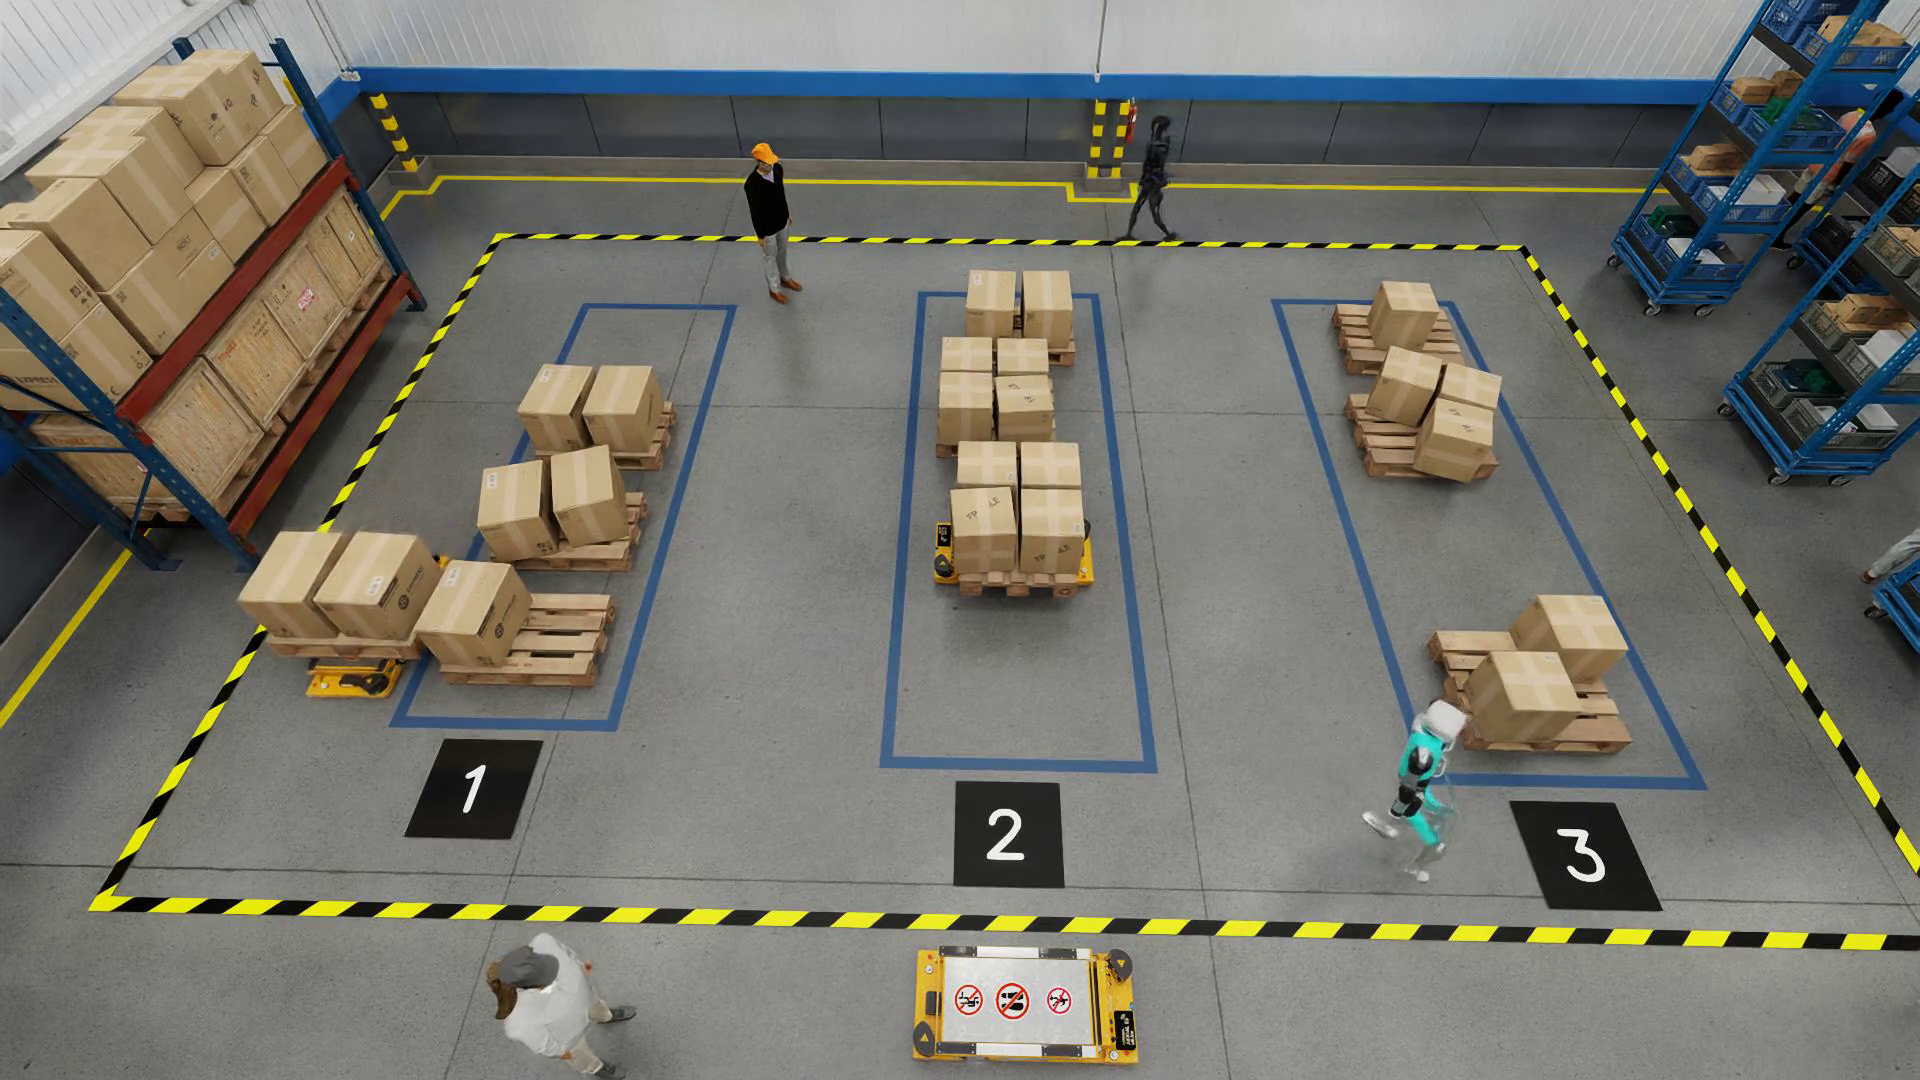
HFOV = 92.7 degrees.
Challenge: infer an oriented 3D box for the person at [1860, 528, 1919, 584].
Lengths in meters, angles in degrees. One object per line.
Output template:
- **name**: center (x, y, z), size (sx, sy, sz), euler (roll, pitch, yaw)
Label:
- **person**: center (8.374, -0.193, 7.570), size (0.379, 1.933, 0.628), euler (-18, 53, -14)

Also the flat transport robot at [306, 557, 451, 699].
- **flat transport robot**: center (-5.010, 0.691, 7.905), size (0.652, 0.197, 1.431), euler (1, 51, 1)

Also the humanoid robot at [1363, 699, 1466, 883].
- **humanoid robot**: center (3.204, 1.759, 6.140), size (0.866, 1.809, 0.541), euler (27, 56, 20)

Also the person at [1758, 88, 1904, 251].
- **person**: center (10.429, -4.437, 11.017), size (0.369, 1.958, 0.596), euler (6, 51, 5)

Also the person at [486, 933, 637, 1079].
- **person**: center (-2.293, 2.713, 5.308), size (0.401, 1.764, 0.561), euler (-1, 51, -1)

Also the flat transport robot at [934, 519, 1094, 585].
- **flat transport robot**: center (0.490, 0.087, 8.397), size (1.431, 0.197, 0.652), euler (1, 51, 1)

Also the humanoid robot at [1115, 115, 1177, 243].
- **humanoid robot**: center (2.388, -4.338, 11.152), size (0.761, 1.652, 0.611), euler (-6, 51, -5)

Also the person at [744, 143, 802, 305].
- **person**: center (-2.101, -3.573, 10.357), size (0.381, 1.881, 0.590), euler (23, 55, 18)

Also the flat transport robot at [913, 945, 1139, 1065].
- **flat transport robot**: center (0.422, 3.041, 6.007), size (1.431, 0.231, 0.659), euler (1, 51, 1)
